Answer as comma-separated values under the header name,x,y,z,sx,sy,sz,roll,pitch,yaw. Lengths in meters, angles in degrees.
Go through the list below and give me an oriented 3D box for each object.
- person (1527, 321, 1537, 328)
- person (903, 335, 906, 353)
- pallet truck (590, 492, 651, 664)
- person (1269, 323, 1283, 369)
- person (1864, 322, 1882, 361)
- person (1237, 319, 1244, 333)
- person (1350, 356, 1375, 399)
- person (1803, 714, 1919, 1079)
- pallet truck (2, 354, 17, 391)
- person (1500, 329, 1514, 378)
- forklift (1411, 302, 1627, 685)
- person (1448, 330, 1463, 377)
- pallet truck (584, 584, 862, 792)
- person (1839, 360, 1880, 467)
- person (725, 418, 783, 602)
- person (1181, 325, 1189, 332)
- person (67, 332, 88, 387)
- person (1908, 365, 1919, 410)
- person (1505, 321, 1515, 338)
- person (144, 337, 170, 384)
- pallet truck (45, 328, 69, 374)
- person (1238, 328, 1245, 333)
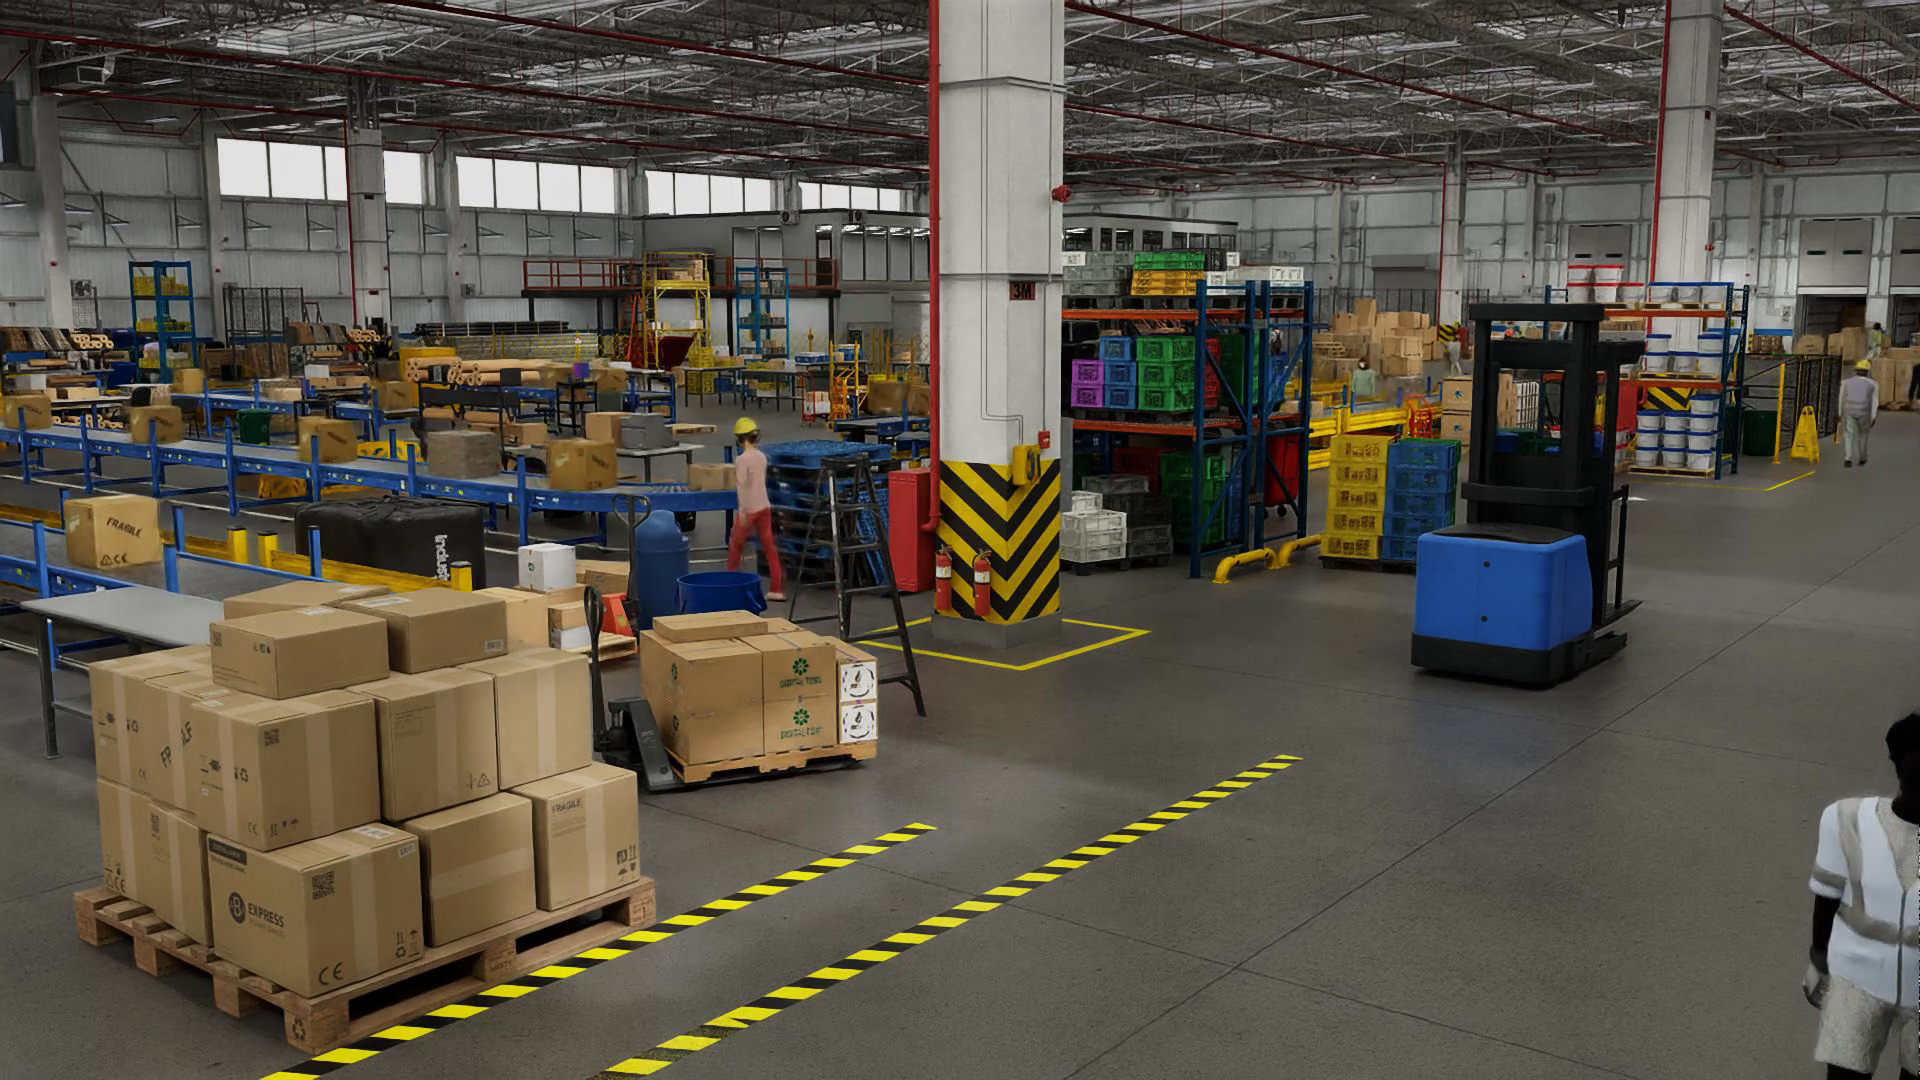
name,x,y,z,sx,sy,sz,roll,pitch,yaw
person,27.228,-9.810,79.170,0.608,1.943,0.402,-6,10,-36
person,-2.161,-8.371,70.519,0.497,1.626,0.288,1,9,10
pallet truck,-3.115,0.344,12.883,0.653,1.274,1.630,7,11,37
person,11.393,-6.911,59.983,0.508,1.838,0.339,-4,9,-23
person,34.609,-7.350,62.993,0.633,1.826,0.699,-3,9,-18
person,12.256,-8.856,73.112,0.962,1.845,0.569,1,9,9
person,8.191,-2.937,33.890,0.520,1.618,0.426,6,10,33
person,2.744,1.343,4.844,0.553,1.672,0.685,5,10,32
pallet truck,-24.881,-4.417,42.634,1.885,1.965,0.823,8,11,41
person,14.801,-4.738,45.040,0.373,1.928,0.543,6,10,35
forklift,4.379,-0.438,12.852,1.129,2.768,1.873,7,11,37
person,14.068,-5.021,47.214,0.552,1.844,0.651,-5,10,-28
pallet truck,-1.426,0.805,10.019,1.601,1.201,0.680,-4,9,-26
person,14.992,-2.105,27.773,0.597,1.791,0.927,6,10,34
person,-2.025,-0.279,15.641,0.849,1.726,0.546,4,9,26
person,7.292,-6.015,53.860,0.329,1.865,0.514,4,9,26
person,-22.458,-4.322,42.283,0.648,1.913,0.409,5,10,28
person,17.807,-2.575,30.400,0.749,1.925,1.014,2,9,14
person,25.887,-9.591,78.417,0.506,1.722,0.376,-1,9,-7
person,-19.783,-4.195,41.038,0.634,2.042,0.478,-7,11,-40
pallet truck,-23.775,-4.544,43.495,1.885,1.965,0.823,6,10,35
person,8.411,-5.458,49.904,0.625,1.919,0.953,-2,9,-11
